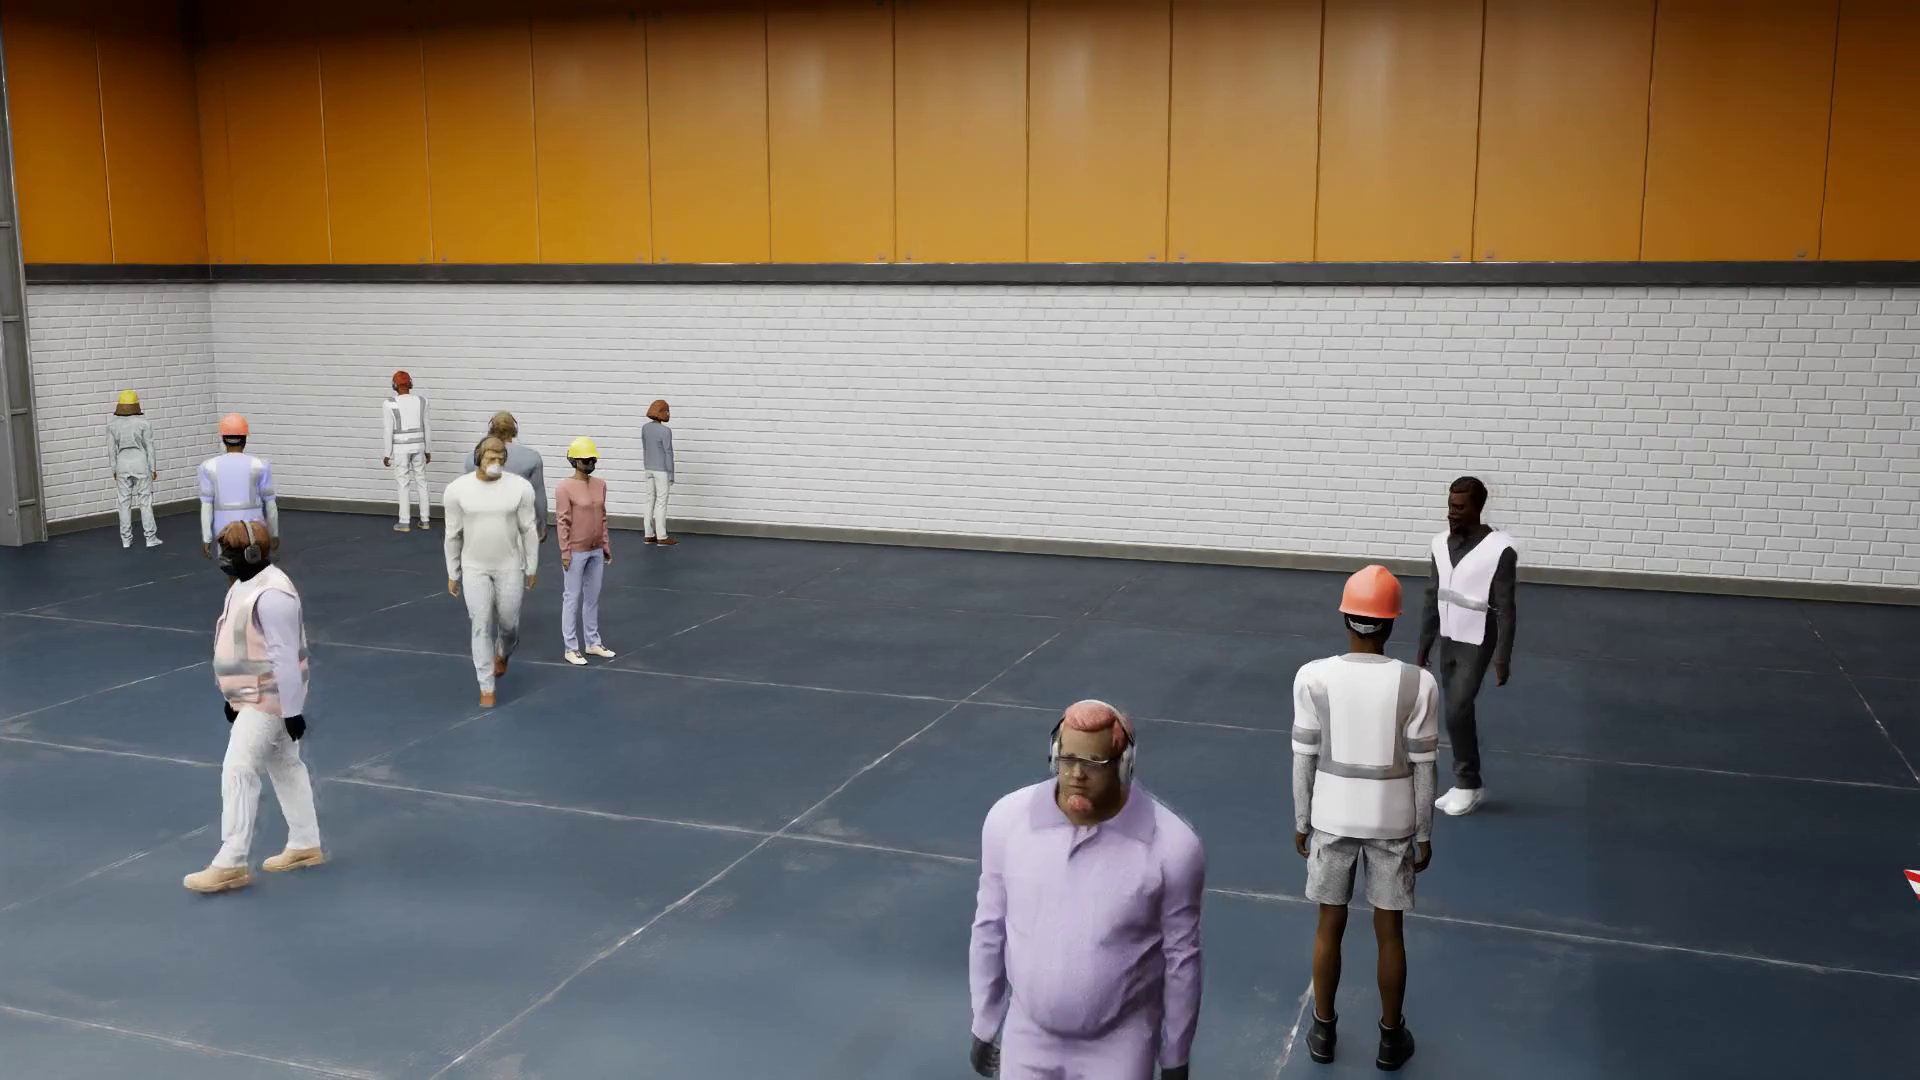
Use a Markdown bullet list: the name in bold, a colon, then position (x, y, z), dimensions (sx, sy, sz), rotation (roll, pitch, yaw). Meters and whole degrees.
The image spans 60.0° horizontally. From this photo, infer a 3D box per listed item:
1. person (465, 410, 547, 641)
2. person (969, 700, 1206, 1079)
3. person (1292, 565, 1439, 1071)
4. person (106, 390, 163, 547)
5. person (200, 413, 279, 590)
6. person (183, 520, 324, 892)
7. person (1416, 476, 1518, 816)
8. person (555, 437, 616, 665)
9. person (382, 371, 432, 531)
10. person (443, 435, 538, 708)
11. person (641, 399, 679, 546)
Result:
- **person**: position (-3.764, -0.124, 13.814), dimensions (0.642, 1.901, 0.996), rotation (-1, 9, -6)
- **person**: position (0.357, 1.347, 4.676), dimensions (0.654, 1.889, 0.713), rotation (4, 10, 22)
- **person**: position (1.535, 1.056, 6.338), dimensions (0.542, 1.938, 0.357), rotation (3, 10, 18)
- **person**: position (-9.126, -0.786, 18.369), dimensions (0.487, 1.744, 0.294), rotation (-2, 9, -10)
- **person**: position (-5.879, -0.083, 13.582), dimensions (0.561, 1.893, 0.998), rotation (-2, 9, -14)
- **person**: position (-3.578, 0.810, 8.227), dimensions (0.803, 1.815, 0.661), rotation (-6, 11, -32)
- **person**: position (2.786, 0.592, 9.298), dimensions (0.539, 1.904, 0.620), rotation (-4, 10, -24)
- **person**: position (-2.915, 0.077, 12.945), dimensions (0.309, 1.769, 0.523), rotation (5, 11, 30)
- **person**: position (-6.480, -1.043, 19.516), dimensions (0.572, 1.887, 0.354), rotation (-8, 12, -41)
- **person**: position (-3.328, 0.190, 11.816), dimensions (0.645, 1.917, 0.721), rotation (-3, 10, -18)
- **person**: position (-3.350, -0.749, 18.496), dimensions (0.502, 1.627, 0.270), rotation (8, 12, 41)
